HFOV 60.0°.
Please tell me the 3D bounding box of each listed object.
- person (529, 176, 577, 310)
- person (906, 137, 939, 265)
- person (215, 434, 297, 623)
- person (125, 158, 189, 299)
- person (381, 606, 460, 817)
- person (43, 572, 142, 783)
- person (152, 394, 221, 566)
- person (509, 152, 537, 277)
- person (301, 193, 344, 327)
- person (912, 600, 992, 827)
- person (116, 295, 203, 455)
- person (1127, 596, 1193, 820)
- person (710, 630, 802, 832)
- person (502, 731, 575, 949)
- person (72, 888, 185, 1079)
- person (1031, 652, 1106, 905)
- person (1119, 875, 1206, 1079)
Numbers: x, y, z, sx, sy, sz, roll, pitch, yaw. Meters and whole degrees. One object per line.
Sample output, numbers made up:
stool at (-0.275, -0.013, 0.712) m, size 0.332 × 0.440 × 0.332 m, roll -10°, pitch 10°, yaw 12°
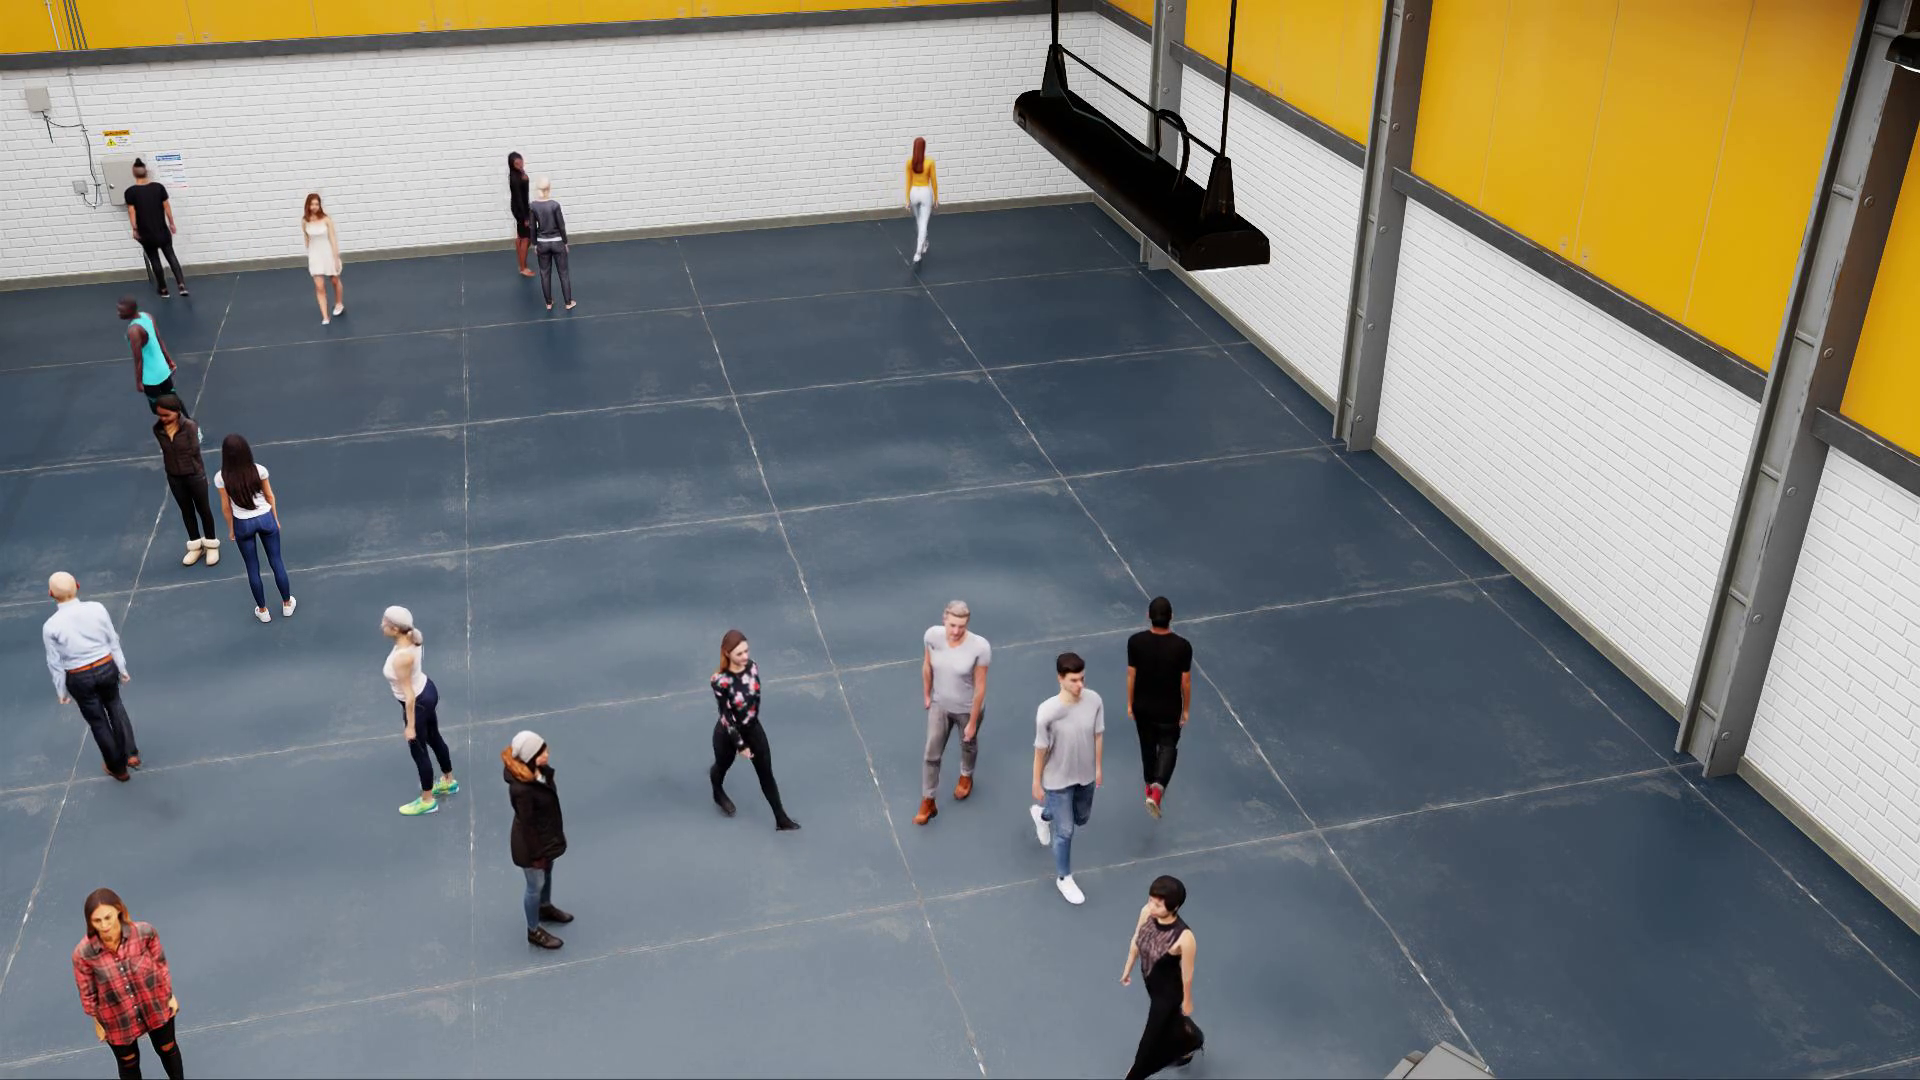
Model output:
person at (-5.236, -3.801, 21.268) m, size 0.657 × 1.727 × 0.608 m, roll 0°, pitch 29°, yaw 0°
person at (-0.538, -4.615, 22.778) m, size 0.942 × 1.709 × 1.266 m, roll 4°, pitch 29°, yaw 8°
person at (-6.123, -0.109, 14.449) m, size 0.623 × 1.776 × 0.574 m, roll -13°, pitch 31°, yaw -23°
person at (-10.446, -4.048, 21.570) m, size 0.835 × 1.871 × 0.876 m, roll -22°, pitch 36°, yaw -35°
person at (-3.923, 1.209, 12.105) m, size 0.707 × 1.707 × 0.601 m, roll -3°, pitch 29°, yaw -6°
person at (-6.379, 1.057, 12.302) m, size 0.821 × 1.785 × 0.785 m, roll 24°, pitch 37°, yaw 37°
person at (-7.193, -0.603, 15.474) m, size 0.686 × 1.661 × 0.618 m, roll -7°, pitch 29°, yaw -13°
person at (-5.934, -4.417, 22.420) m, size 0.872 × 1.704 × 0.515 m, roll -10°, pitch 30°, yaw -17°
person at (-7.990, -3.564, 20.906) m, size 0.627 × 1.658 × 1.105 m, roll -3°, pitch 29°, yaw -5°
person at (0.027, 1.163, 12.110) m, size 1.048 × 1.782 × 1.151 m, roll 11°, pitch 31°, yaw 20°
person at (-8.393, -1.758, 17.472) m, size 0.936 × 1.775 × 0.701 m, roll 7°, pitch 29°, yaw 13°
person at (1.409, 1.238, 12.019) m, size 0.910 × 1.738 × 1.060 m, roll 8°, pitch 30°, yaw 14°
person at (-1.658, 1.346, 11.928) m, size 1.157 × 1.634 × 0.938 m, roll 24°, pitch 37°, yaw 36°
person at (-2.772, 1.928, 10.867) m, size 0.759 × 1.629 × 0.639 m, roll 3°, pitch 29°, yaw 6°
person at (-4.684, 2.662, 9.445) m, size 0.683 × 1.703 × 0.659 m, roll -18°, pitch 33°, yaw -29°
person at (0.693, 1.539, 11.332) m, size 0.862 × 1.867 × 1.108 m, roll -16°, pitch 32°, yaw -27°
person at (1.246, 2.592, 9.723) m, size 0.851 × 1.559 × 1.044 m, roll -16°, pitch 33°, yaw -27°
